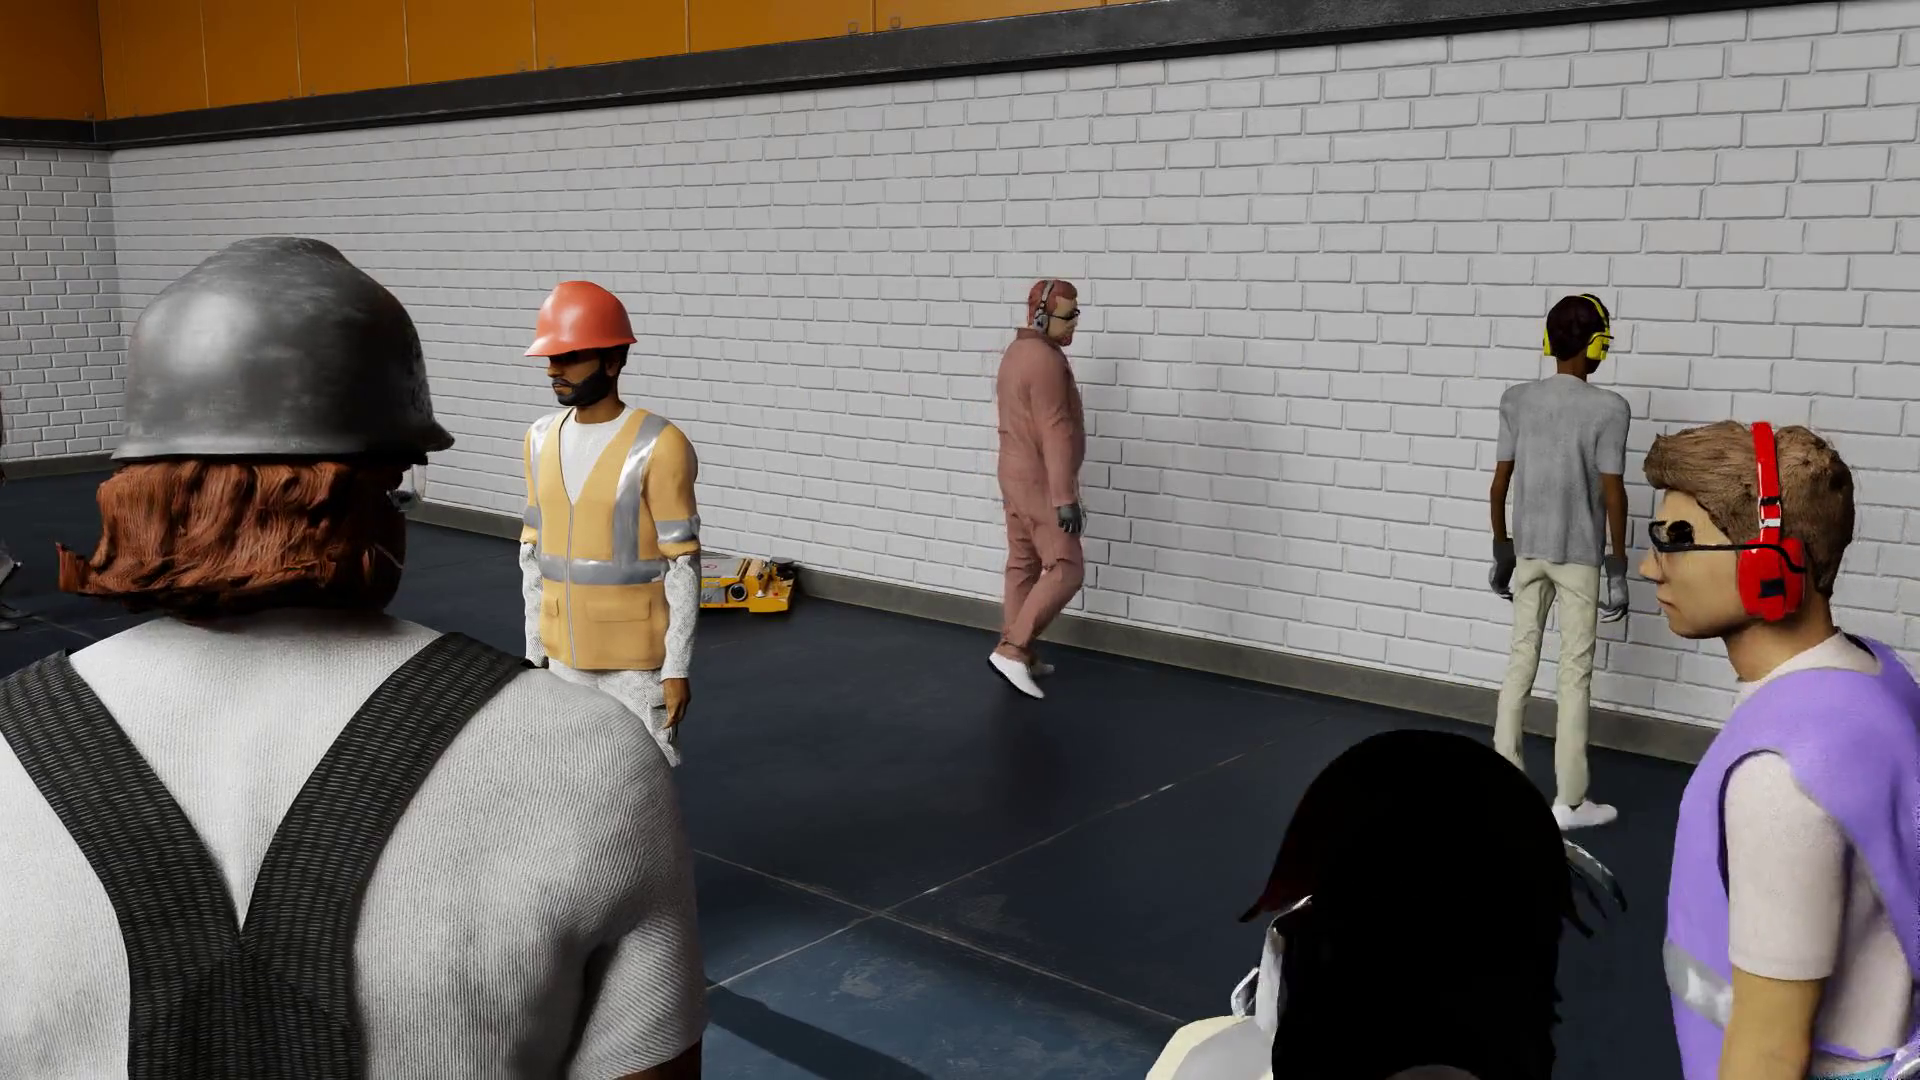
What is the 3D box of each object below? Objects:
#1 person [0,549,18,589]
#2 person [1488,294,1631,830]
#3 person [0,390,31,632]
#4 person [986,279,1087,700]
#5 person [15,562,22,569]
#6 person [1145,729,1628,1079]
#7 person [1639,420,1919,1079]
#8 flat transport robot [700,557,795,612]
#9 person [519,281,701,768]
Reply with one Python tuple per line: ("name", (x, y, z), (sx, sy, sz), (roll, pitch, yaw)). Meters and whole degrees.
("person", (-5.785, -0.555, 9.412), (0.680, 1.874, 0.423), (7, 12, 34))
("person", (2.104, 0.078, 5.839), (0.310, 1.864, 0.533), (-8, 13, -39))
("person", (-5.204, -0.400, 8.835), (0.306, 1.770, 0.525), (-3, 10, -17))
("person", (0.356, -0.223, 7.509), (0.430, 1.889, 0.743), (-2, 10, -12))
("person", (-6.095, -0.522, 9.958), (0.775, 1.603, 0.548), (-2, 10, -10))
("person", (0.276, 0.950, 1.147), (0.982, 1.775, 0.591), (-4, 11, -20))
("person", (1.025, 0.768, 2.053), (0.465, 1.819, 0.579), (6, 12, 32))
("flat transport robot", (-1.670, 0.247, 9.409), (1.431, 0.197, 0.652), (0, 10, -2))
("person", (-0.959, 0.287, 4.440), (0.552, 1.935, 0.368), (5, 11, 26))
